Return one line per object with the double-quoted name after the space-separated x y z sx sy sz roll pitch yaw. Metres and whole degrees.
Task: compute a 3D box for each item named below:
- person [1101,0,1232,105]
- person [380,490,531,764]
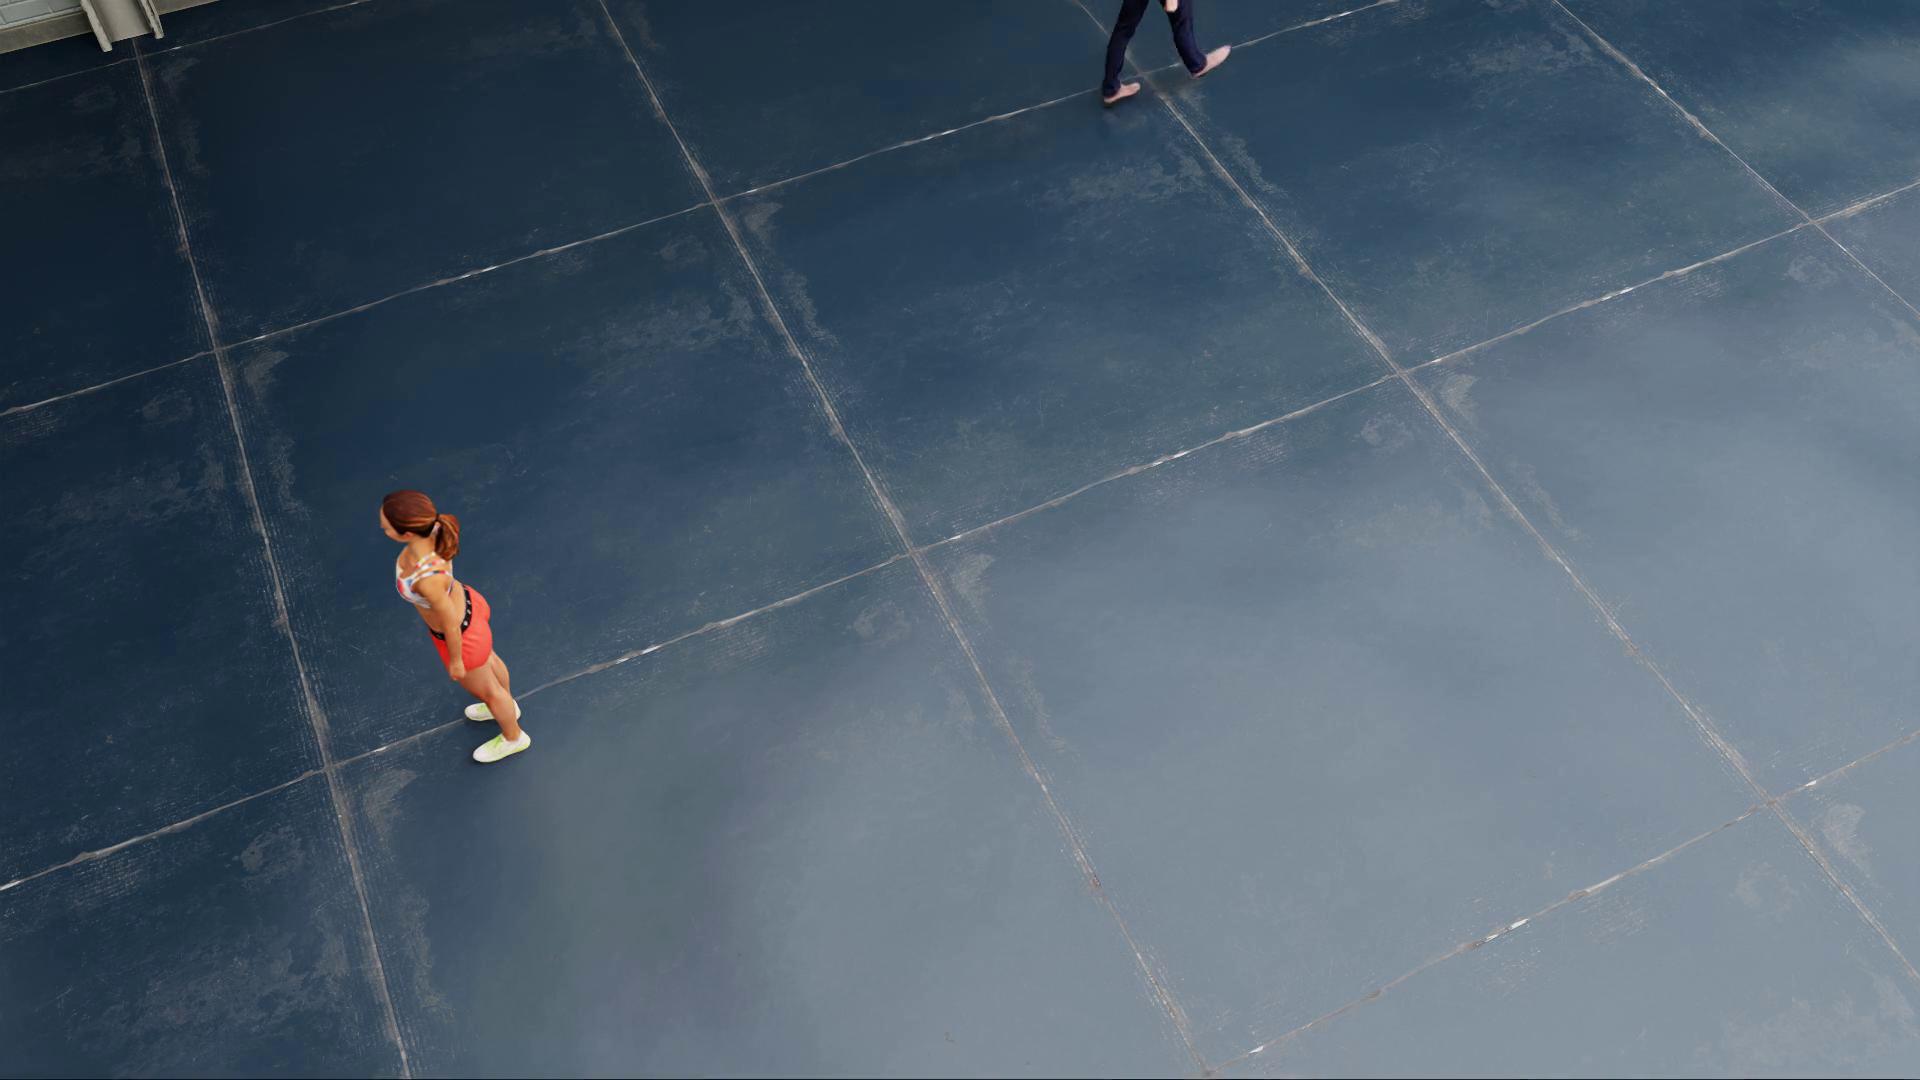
1.119 -3.434 10.131 1.155 1.810 0.784 -26 57 -19 "person"
-2.160 0.375 7.193 0.622 1.791 0.626 -10 53 -7 "person"
